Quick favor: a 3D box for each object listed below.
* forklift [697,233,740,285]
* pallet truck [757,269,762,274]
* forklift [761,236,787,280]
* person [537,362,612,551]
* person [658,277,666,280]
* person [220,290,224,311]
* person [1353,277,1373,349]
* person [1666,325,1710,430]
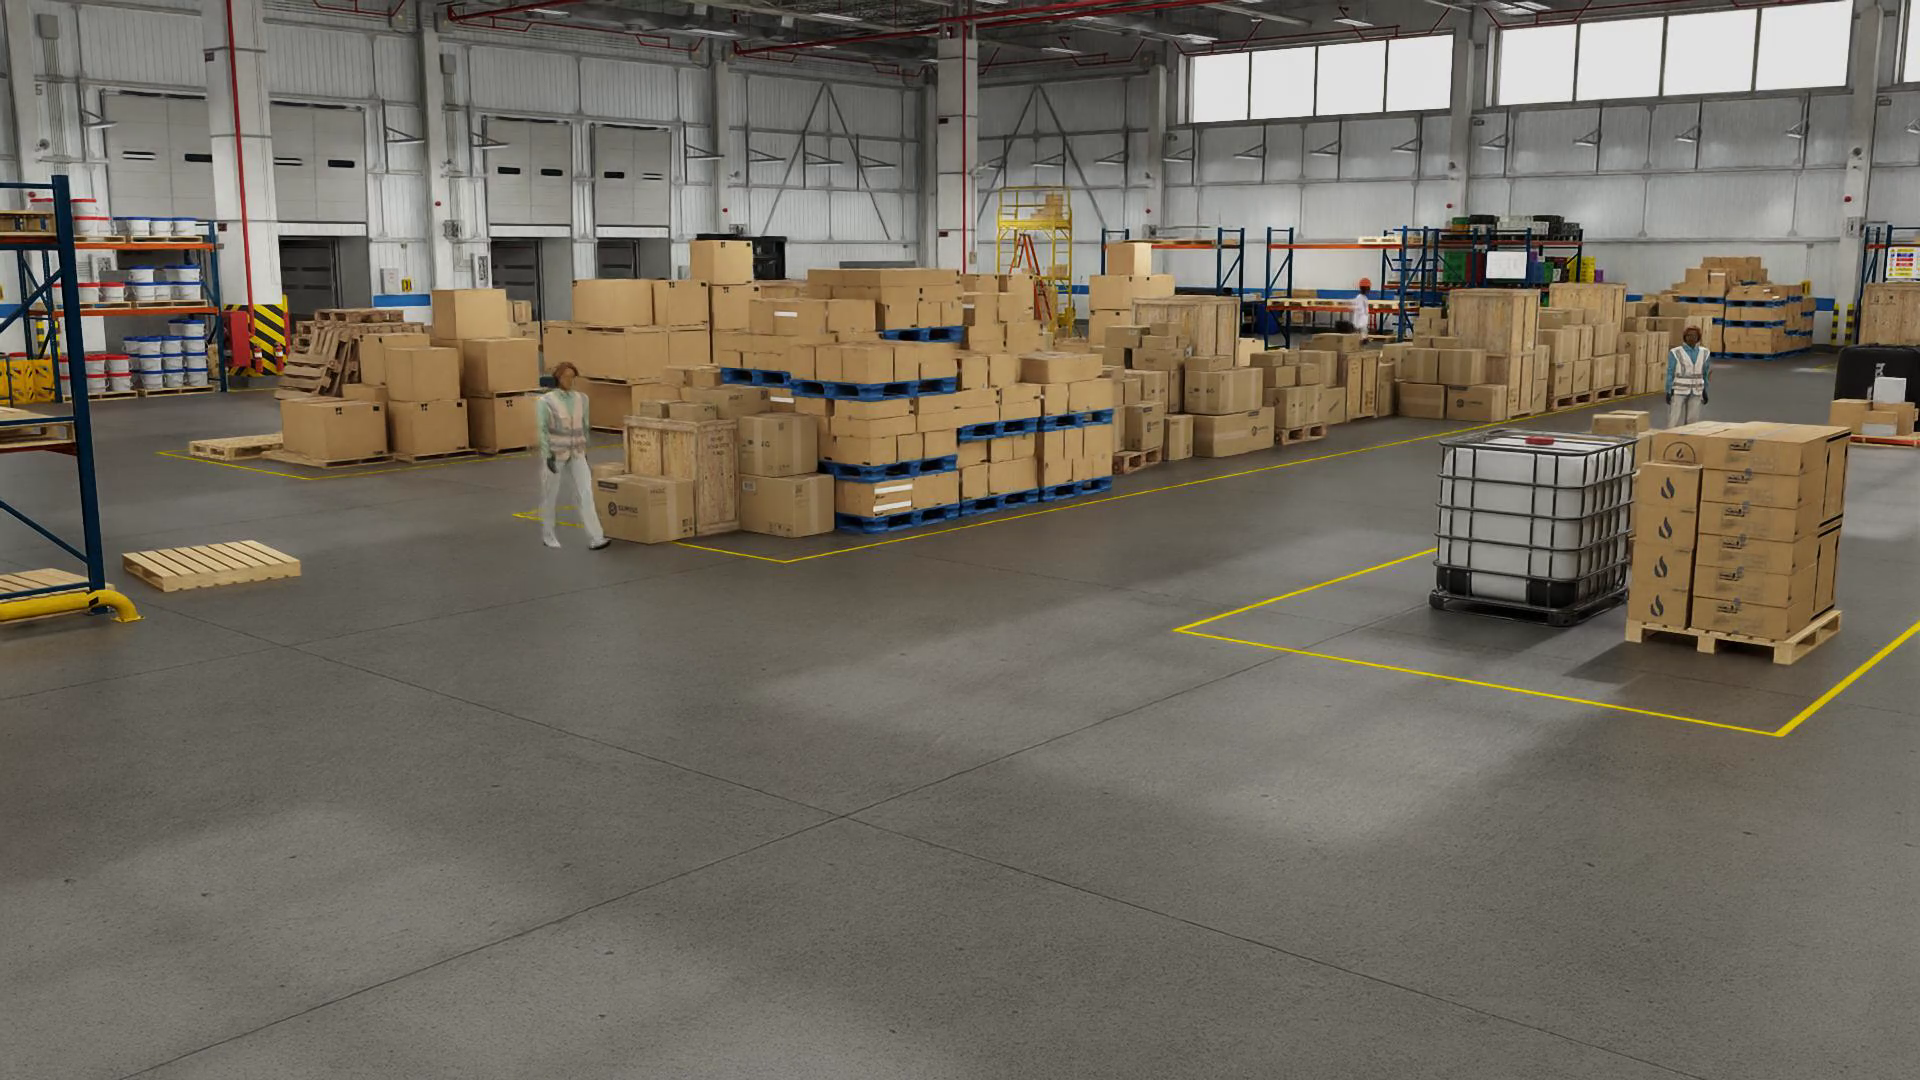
[{"bbox_3d":[-4.672,-4.559,32.351,1.873,2.768,1.129,6,11,29],"label":"forklift"},{"bbox_3d":[-4.996,-6.432,45.525,1.885,1.965,0.823,-6,12,-32],"label":"pallet truck"},{"bbox_3d":[-4.452,-5.910,40.042,1.873,2.768,1.129,2,10,14],"label":"forklift"},{"bbox_3d":[-3.277,-0.685,13.958,0.522,1.592,0.877,-9,13,-42],"label":"person"},{"bbox_3d":[-6.423,-4.710,35.945,0.636,1.928,0.390,-5,11,-25],"label":"person"},{"bbox_3d":[-15.470,-4.492,35.366,0.645,1.677,0.538,-7,12,-36],"label":"person"},{"bbox_3d":[8.493,-4.575,35.160,0.451,1.926,0.557,4,11,20],"label":"person"},{"bbox_3d":[8.654,-1.734,19.804,0.523,1.636,0.311,0,10,-2],"label":"person"}]
